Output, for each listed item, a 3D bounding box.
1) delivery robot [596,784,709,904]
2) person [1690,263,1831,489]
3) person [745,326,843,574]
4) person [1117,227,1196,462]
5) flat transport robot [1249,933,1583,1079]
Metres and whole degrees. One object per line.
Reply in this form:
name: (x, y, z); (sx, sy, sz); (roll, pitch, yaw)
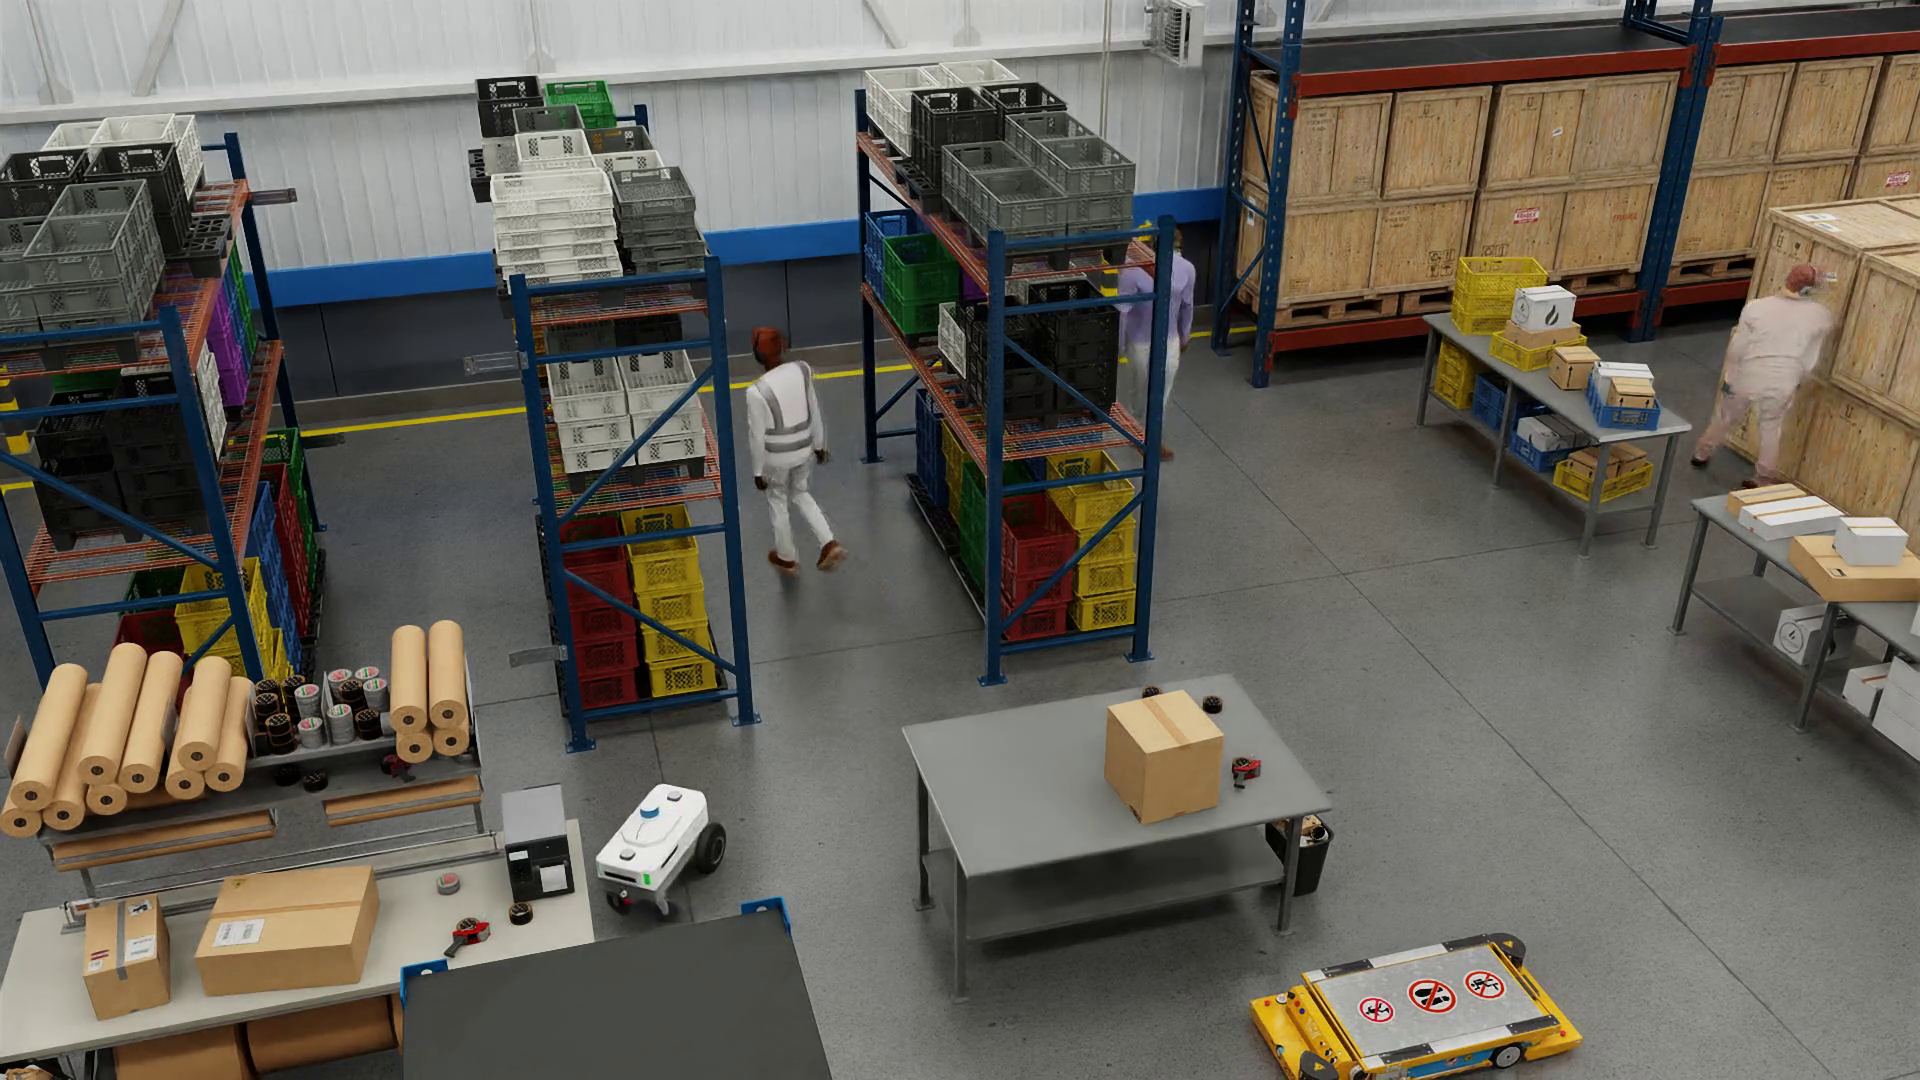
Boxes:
delivery robot: (-1.630, 1.599, 8.837); (0.477, 0.478, 0.707); (10, 30, 17)
person: (6.191, -1.278, 12.825); (0.694, 1.857, 0.705); (7, 29, 12)
person: (-1.150, -0.574, 11.537); (0.610, 1.862, 0.619); (25, 37, 38)
person: (1.535, -1.592, 13.344); (0.718, 1.904, 0.622); (-5, 29, -9)
flat transport robot: (2.184, 2.282, 7.980); (1.431, 0.197, 0.652); (-8, 30, -14)
